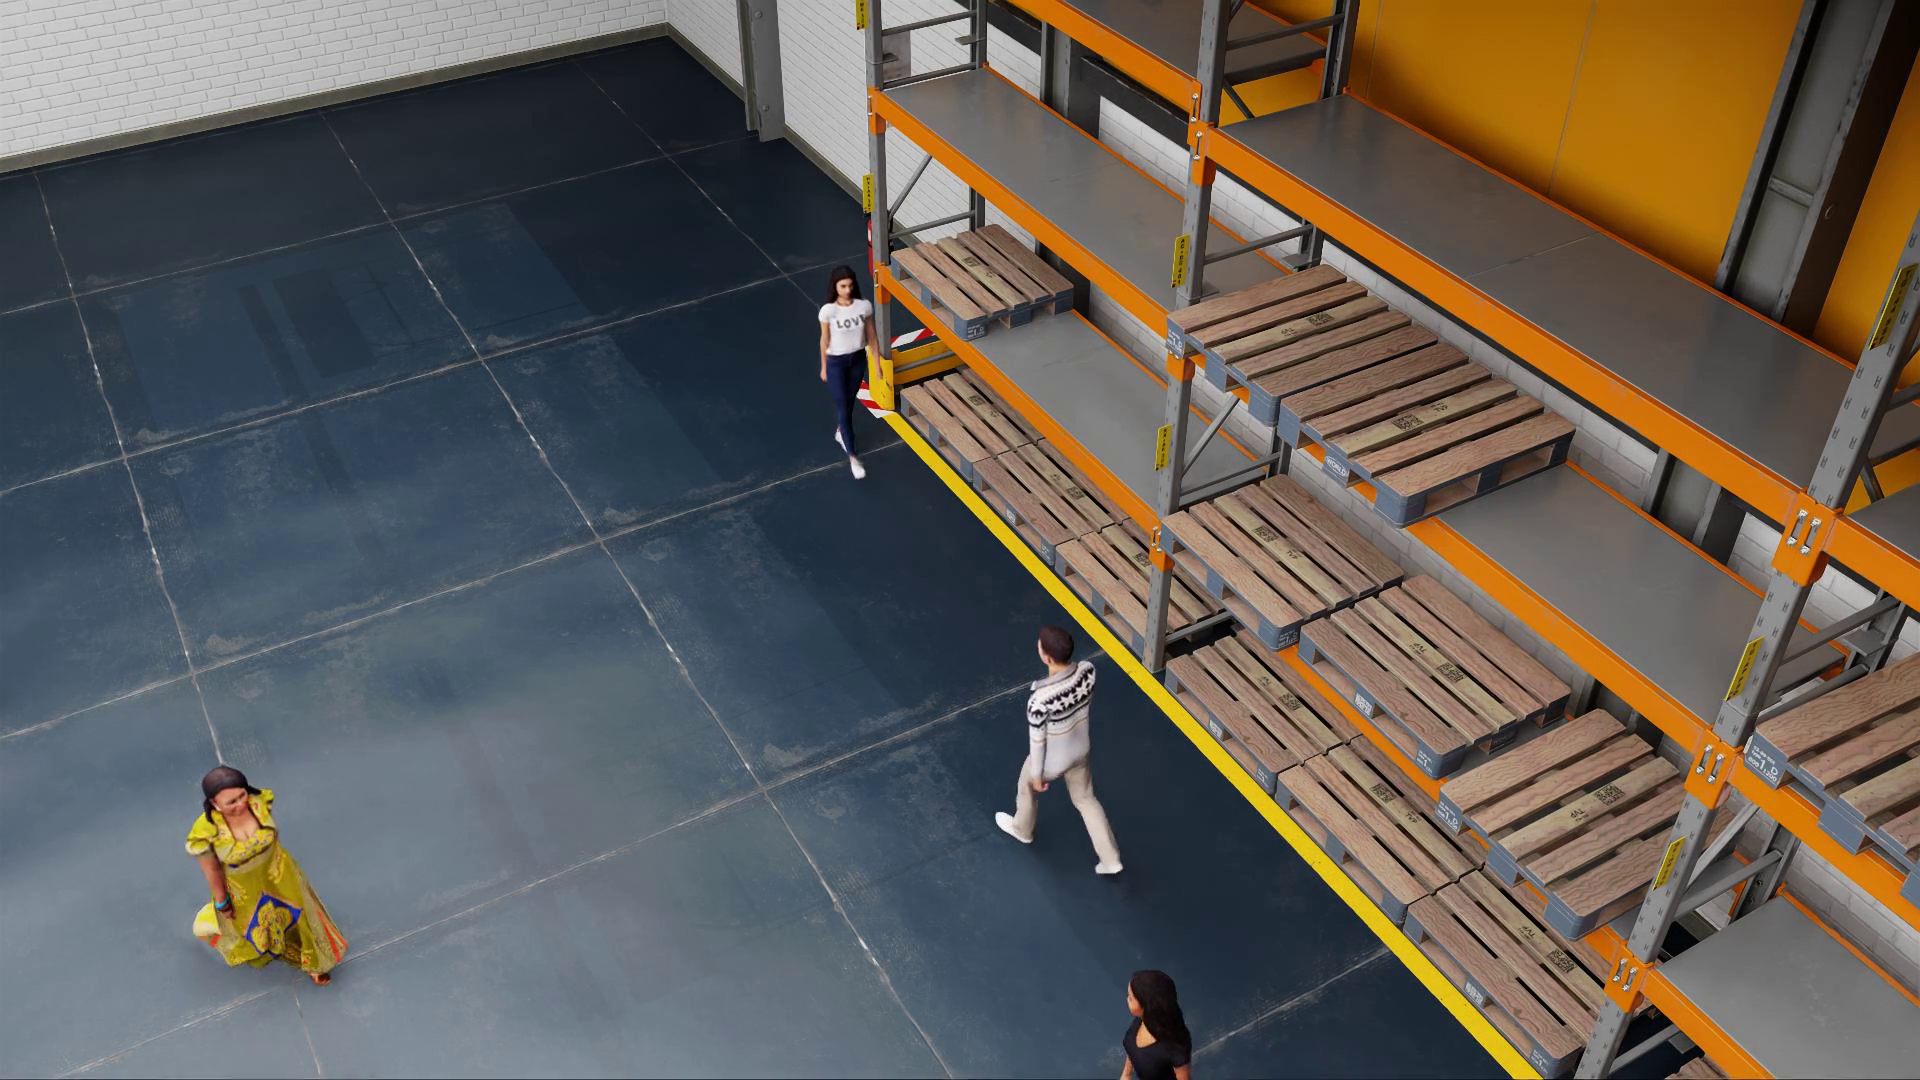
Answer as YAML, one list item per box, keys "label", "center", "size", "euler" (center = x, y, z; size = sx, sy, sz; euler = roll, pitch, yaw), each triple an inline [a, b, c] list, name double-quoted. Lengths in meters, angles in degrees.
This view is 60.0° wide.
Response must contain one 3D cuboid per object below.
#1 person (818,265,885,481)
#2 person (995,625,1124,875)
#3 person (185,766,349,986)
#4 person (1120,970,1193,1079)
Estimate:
- label: "person"
  center: [-0.936, -1.424, 13.211]
  size: [0.644, 1.750, 0.969]
  euler: [-18, 42, -21]
- label: "person"
  center: [0.651, 1.271, 9.763]
  size: [0.801, 1.842, 1.186]
  euler: [-25, 45, -28]
- label: "person"
  center: [-3.966, 1.851, 9.199]
  size: [1.116, 1.639, 0.965]
  euler: [23, 44, 26]
- label: "person"
  center: [1.029, 2.714, 8.070]
  size: [0.808, 1.699, 0.565]
  euler: [-26, 45, -29]
